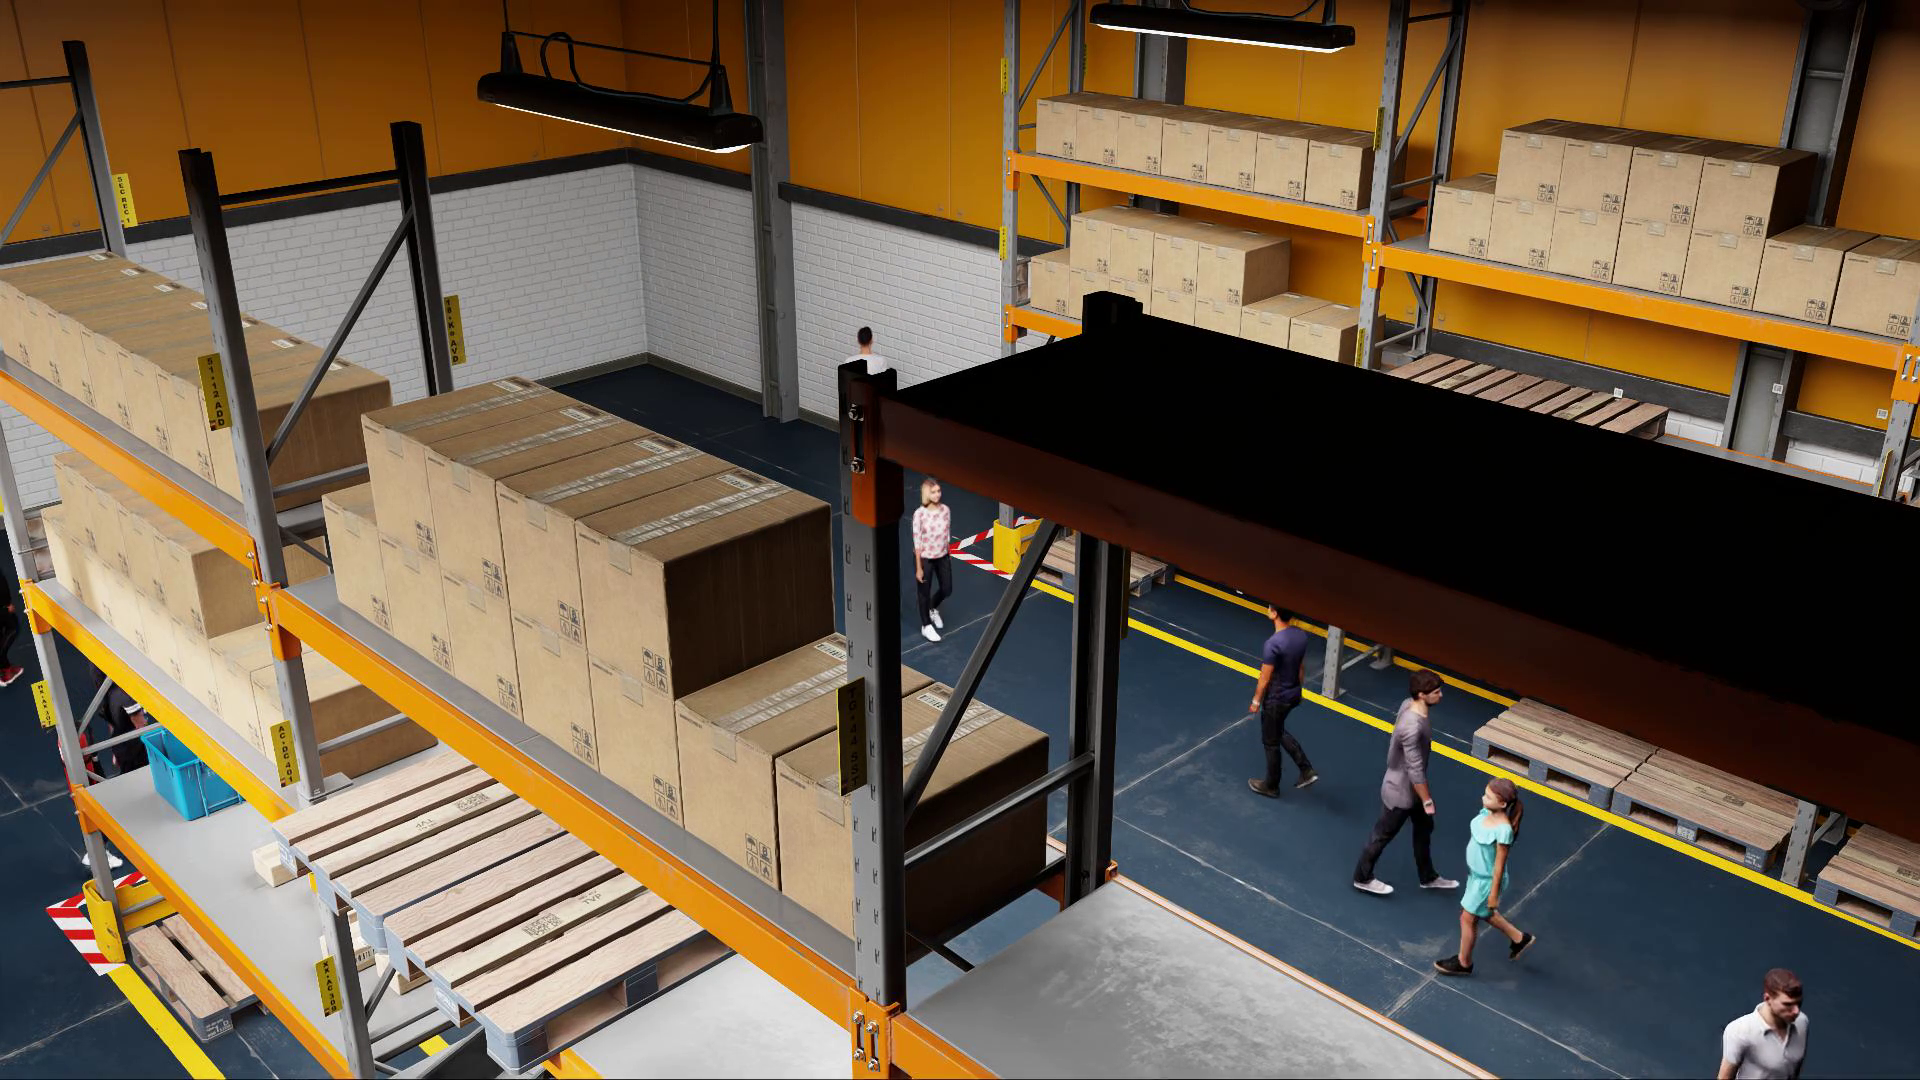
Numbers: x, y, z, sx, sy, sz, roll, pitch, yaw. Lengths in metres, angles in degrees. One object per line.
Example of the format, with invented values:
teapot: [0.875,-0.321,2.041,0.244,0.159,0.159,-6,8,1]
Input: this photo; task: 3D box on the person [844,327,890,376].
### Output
person: [-1.072,-1.560,19.314,0.755,1.848,0.815,0,24,0]

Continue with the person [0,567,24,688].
person: [-8.602,0.573,14.668,0.870,1.660,0.910,2,24,6]

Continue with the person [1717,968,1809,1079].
person: [4.168,3.013,8.875,0.972,1.829,1.191,-7,25,-16]

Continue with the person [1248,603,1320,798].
person: [2.564,1.262,12.948,0.801,1.775,0.670,20,30,38]

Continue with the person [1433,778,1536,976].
person: [3.555,2.234,11.008,0.962,1.548,0.871,2,24,4]

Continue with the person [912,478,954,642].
person: [-0.311,0.155,15.671,0.643,1.622,0.703,-14,27,-28]

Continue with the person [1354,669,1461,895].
person: [3.058,1.735,11.807,1.089,1.822,0.922,9,25,19]
